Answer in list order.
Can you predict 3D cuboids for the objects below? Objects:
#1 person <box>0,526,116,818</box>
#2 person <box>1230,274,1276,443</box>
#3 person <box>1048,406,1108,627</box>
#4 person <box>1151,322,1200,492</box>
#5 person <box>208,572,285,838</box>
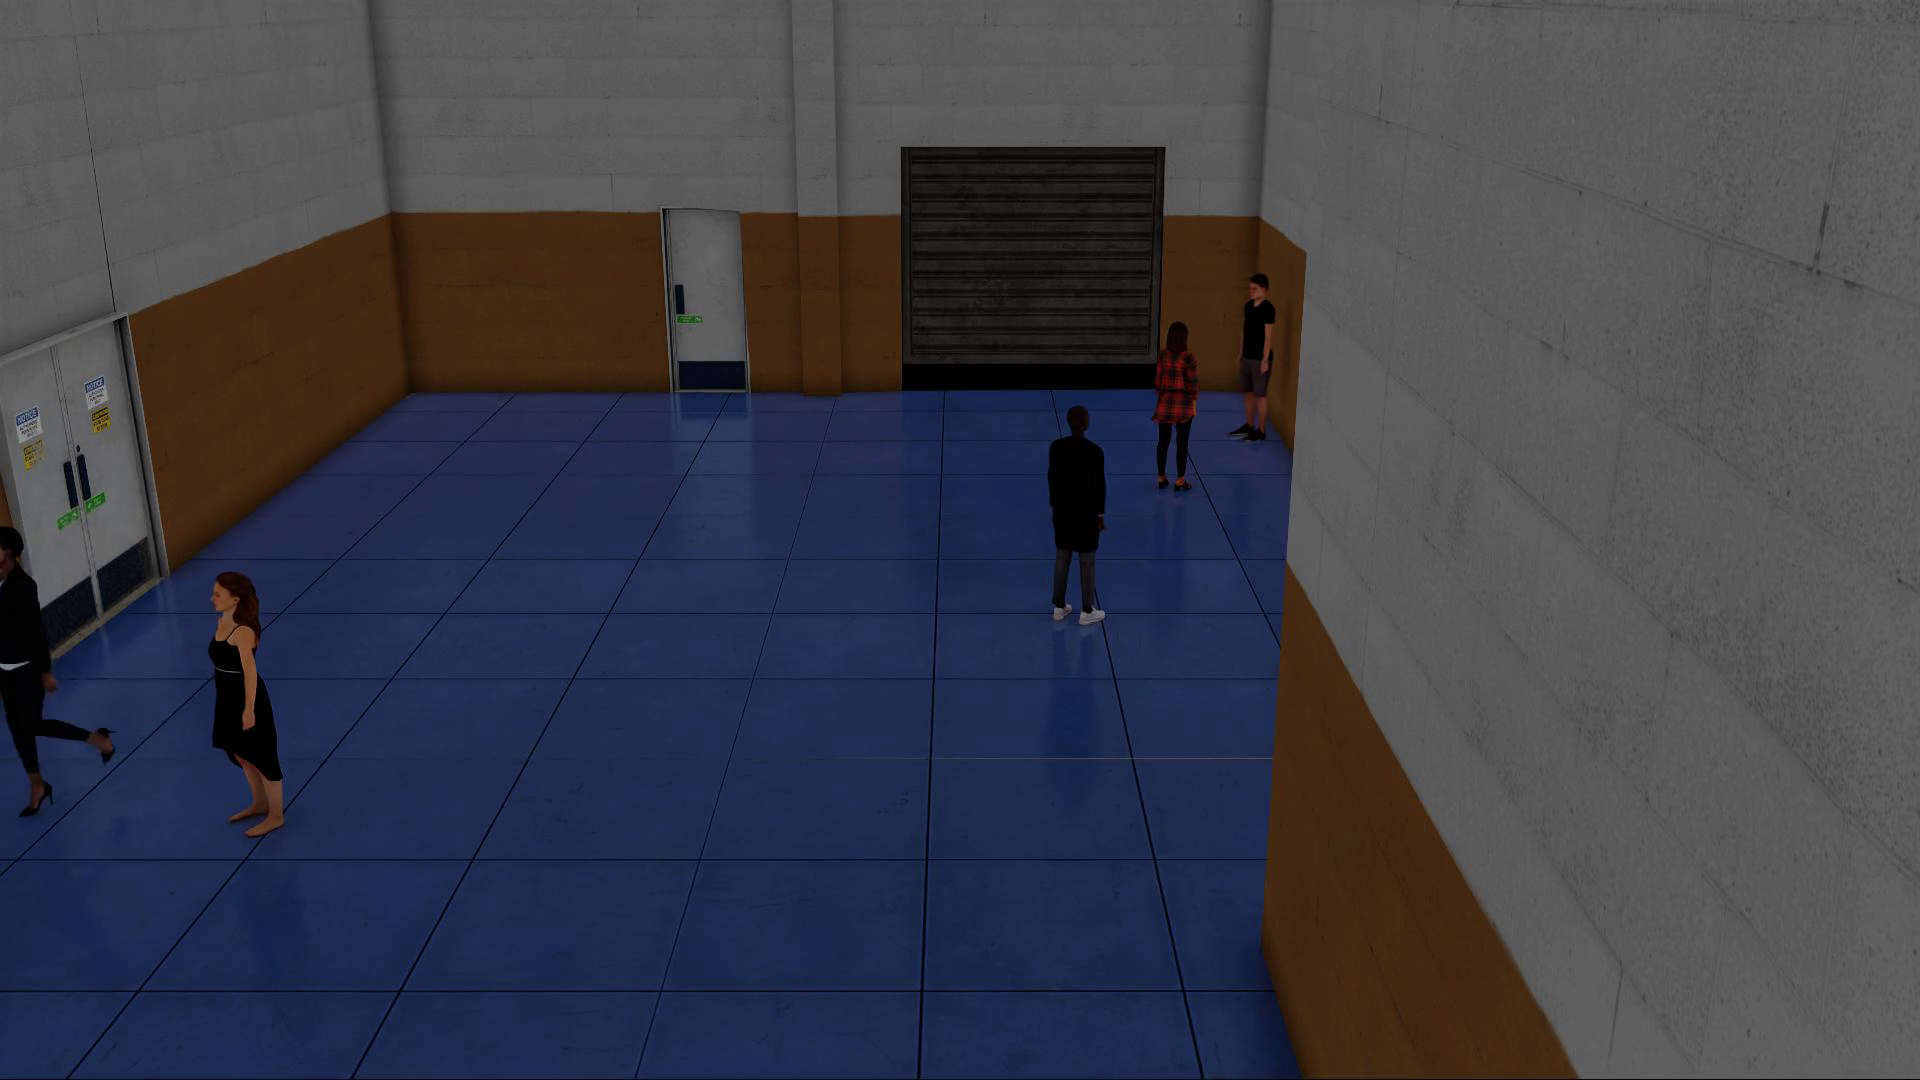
[{"bbox_3d":[-5.609,0.784,10.117,0.929,1.818,0.935,12,22,32],"label":"person"},{"bbox_3d":[3.297,-2.027,18.390,0.750,1.858,0.762,-9,20,-24],"label":"person"},{"bbox_3d":[0.908,-0.202,13.129,0.686,1.761,0.791,12,22,31],"label":"person"},{"bbox_3d":[2.146,-1.336,16.584,0.676,1.703,0.767,13,22,33],"label":"person"},{"bbox_3d":[-4.250,0.959,9.899,0.736,1.625,0.681,-16,24,-39],"label":"person"}]
